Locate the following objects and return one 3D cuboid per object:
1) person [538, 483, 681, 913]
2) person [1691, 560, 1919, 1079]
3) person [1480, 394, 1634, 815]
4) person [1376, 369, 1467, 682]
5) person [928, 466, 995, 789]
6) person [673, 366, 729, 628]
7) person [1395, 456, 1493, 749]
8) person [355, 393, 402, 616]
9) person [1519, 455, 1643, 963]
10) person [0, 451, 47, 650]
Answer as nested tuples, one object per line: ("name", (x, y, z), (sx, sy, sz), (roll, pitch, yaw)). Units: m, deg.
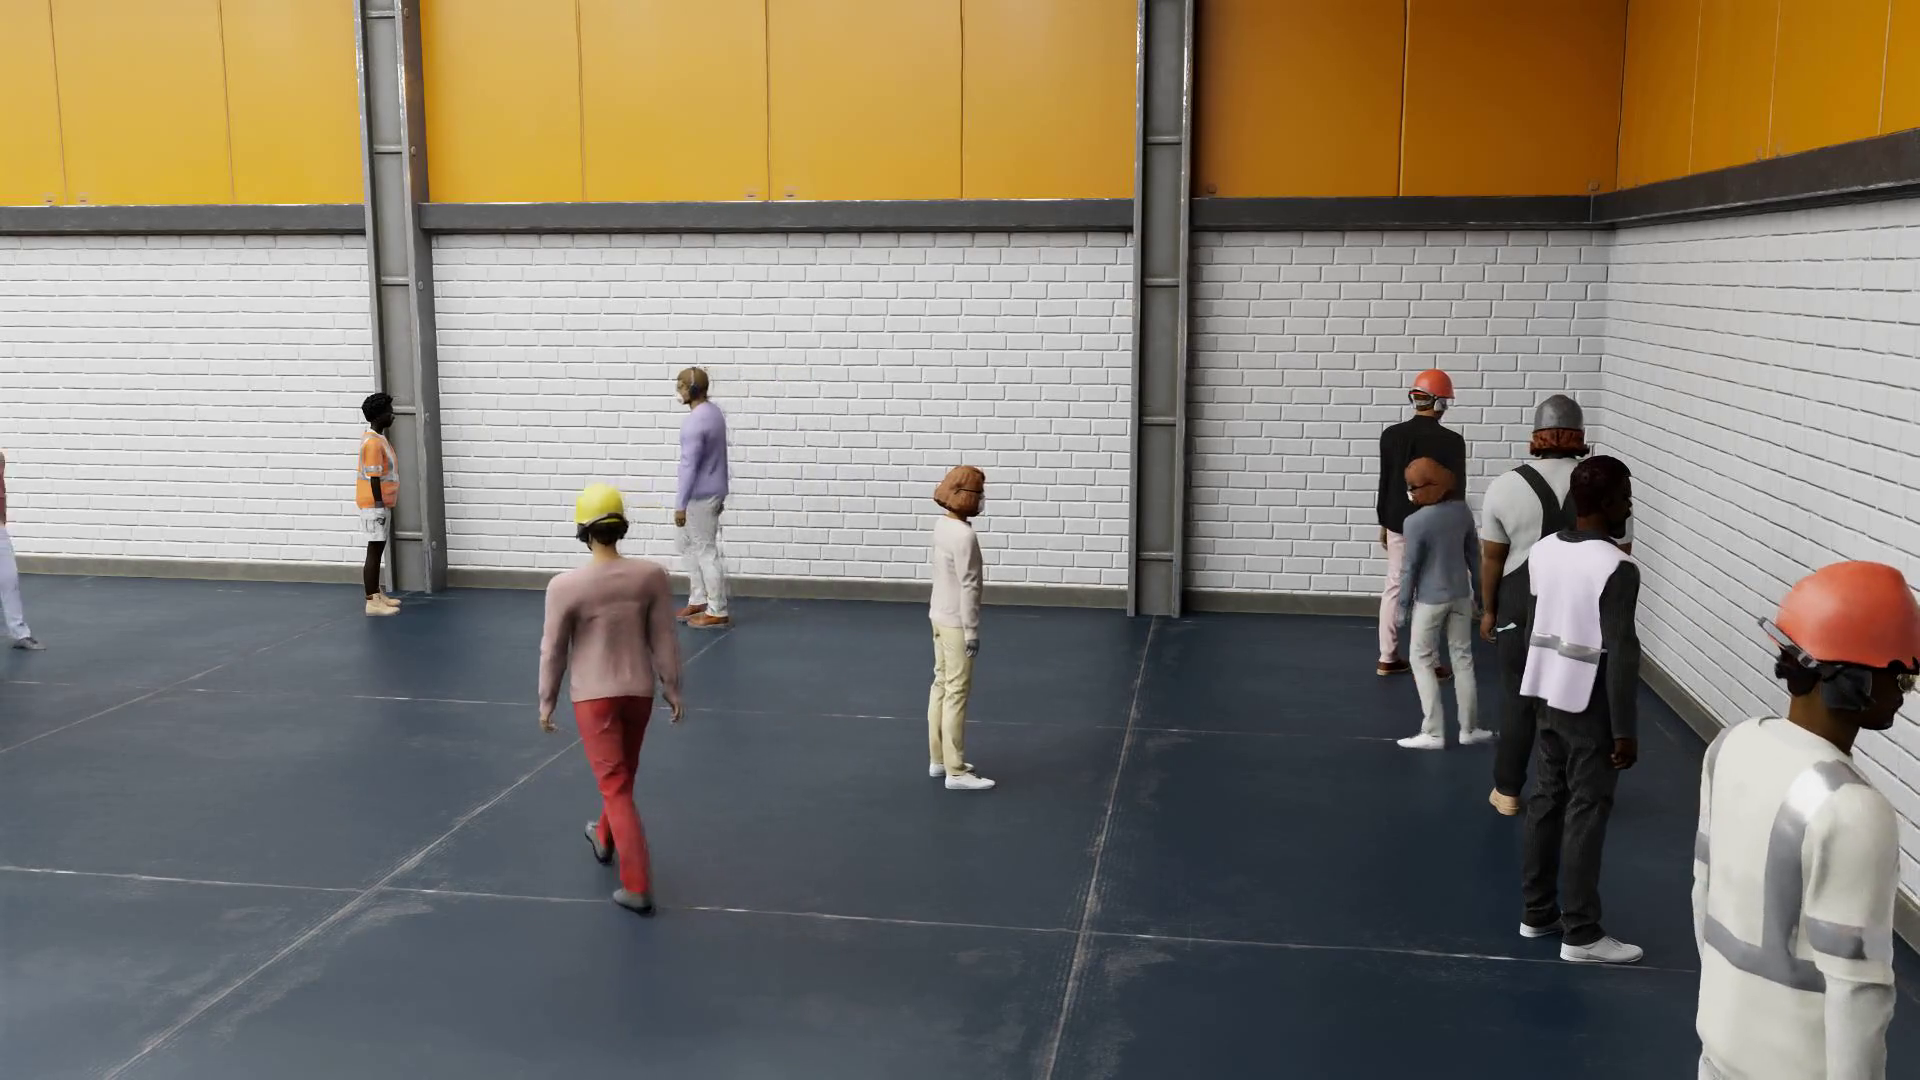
("person", (-1.500, 0.623, 6.930), (0.550, 1.722, 0.883), (-7, 12, -37))
("person", (1.722, 1.046, 3.395), (0.390, 2.040, 0.614), (0, 9, 0))
("person", (2.821, 0.309, 7.945), (0.675, 2.000, 0.536), (2, 10, 15))
("person", (2.936, -0.088, 10.563), (0.400, 1.987, 0.620), (-9, 13, -43))
("person", (-0.006, 0.434, 8.422), (0.288, 1.632, 0.501), (-3, 10, -17))
("person", (-1.951, -0.302, 12.082), (0.602, 1.916, 0.651), (1, 9, 5))
("person", (2.662, 0.336, 9.107), (0.650, 1.609, 0.334), (-5, 10, -26))
("person", (-4.414, -0.273, 12.621), (0.321, 1.691, 0.532), (-3, 10, -16))
("person", (2.353, 0.633, 6.317), (0.392, 1.920, 0.587), (-3, 10, -15))
("person", (-6.775, -0.085, 11.374), (0.857, 1.732, 0.526), (4, 10, 21))
